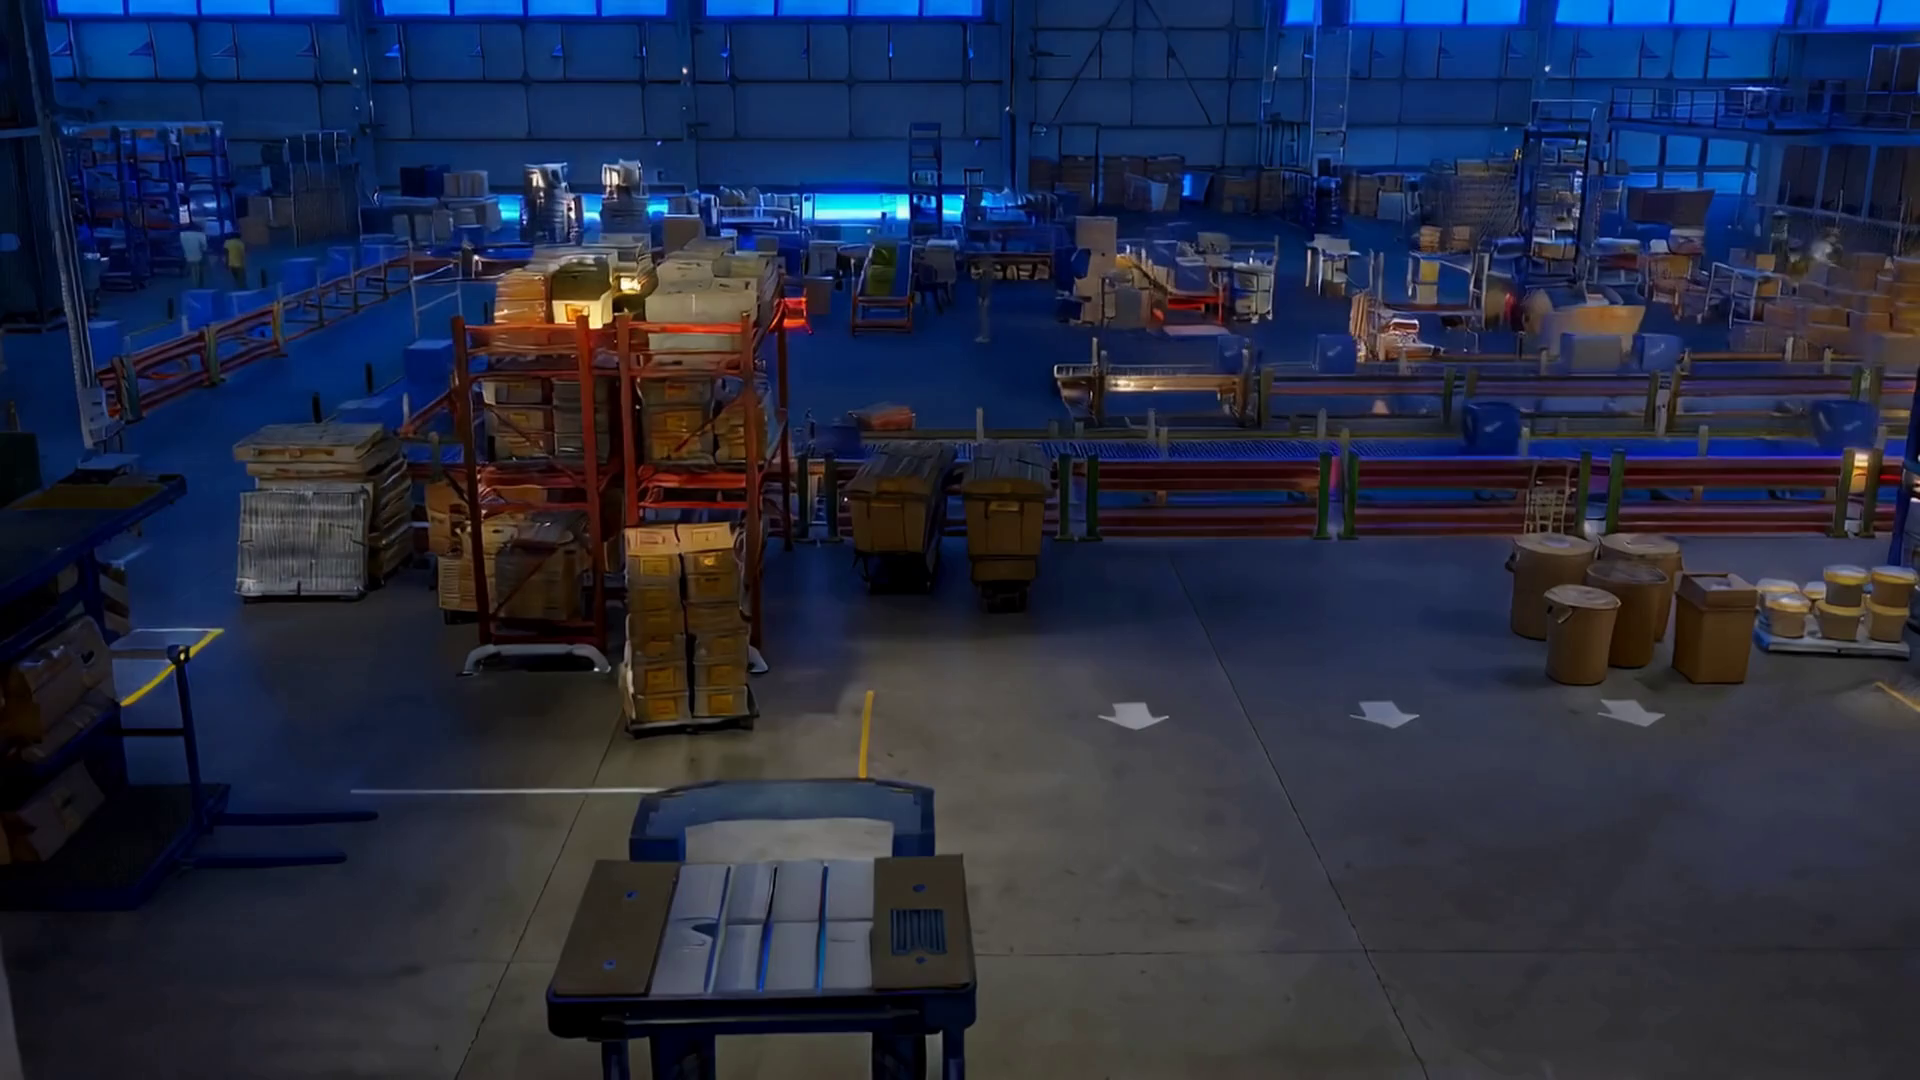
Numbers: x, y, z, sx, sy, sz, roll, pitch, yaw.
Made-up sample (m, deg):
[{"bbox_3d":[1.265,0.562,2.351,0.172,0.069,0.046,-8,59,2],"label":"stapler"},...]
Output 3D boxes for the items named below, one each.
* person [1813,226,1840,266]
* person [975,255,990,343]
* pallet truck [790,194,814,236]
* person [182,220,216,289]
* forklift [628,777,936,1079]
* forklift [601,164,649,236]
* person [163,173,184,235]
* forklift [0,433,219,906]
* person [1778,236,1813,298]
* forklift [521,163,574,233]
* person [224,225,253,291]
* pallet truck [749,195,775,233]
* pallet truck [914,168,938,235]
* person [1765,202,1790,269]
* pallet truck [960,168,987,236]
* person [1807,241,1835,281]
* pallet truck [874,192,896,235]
[{"bbox_3d":[17.797,-5.549,34.256,0.615,1.815,0.472,-5,17,-16],"label":"person"},{"bbox_3d":[0.408,-4.470,30.851,0.283,1.624,0.494,-3,16,-9],"label":"person"},{"bbox_3d":[-4.814,-9.883,50.259,0.704,1.261,1.522,-1,16,-3],"label":"pallet truck"},{"bbox_3d":[-16.354,-5.980,35.798,0.603,1.788,0.993,3,16,11],"label":"person"},{"bbox_3d":[-0.542,2.165,5.552,1.129,2.768,1.873,-1,16,-2],"label":"forklift"},{"bbox_3d":[-9.948,-10.127,49.296,1.157,1.987,2.680,-1,16,-3],"label":"forklift"},{"bbox_3d":[-22.819,-9.690,48.332,0.612,1.996,0.389,2,16,7],"label":"person"},{"bbox_3d":[-5.952,0.780,10.366,1.873,2.768,1.129,0,16,-1],"label":"forklift"},{"bbox_3d":[15.744,-4.770,31.380,0.504,1.906,0.557,-5,17,-15],"label":"person"},{"bbox_3d":[-12.233,-10.122,49.298,1.157,1.987,2.680,0,16,-1],"label":"forklift"},{"bbox_3d":[-15.264,-5.794,35.232,0.548,1.748,0.534,3,16,12],"label":"person"},{"bbox_3d":[-6.051,-9.967,50.660,0.680,1.201,1.601,0,16,-1],"label":"pallet truck"},{"bbox_3d":[-0.989,-10.316,50.507,0.823,1.965,1.885,1,16,3],"label":"pallet truck"},{"bbox_3d":[20.191,-7.459,41.061,0.480,1.723,0.406,-1,16,-2],"label":"person"},{"bbox_3d":[0.383,-10.230,50.206,0.823,1.965,1.885,-1,16,-3],"label":"pallet truck"},{"bbox_3d":[15.351,-4.352,29.806,0.413,1.983,0.633,-4,17,-14],"label":"person"},{"bbox_3d":[-2.277,-9.986,50.594,0.653,1.274,1.630,0,16,-1],"label":"pallet truck"}]
